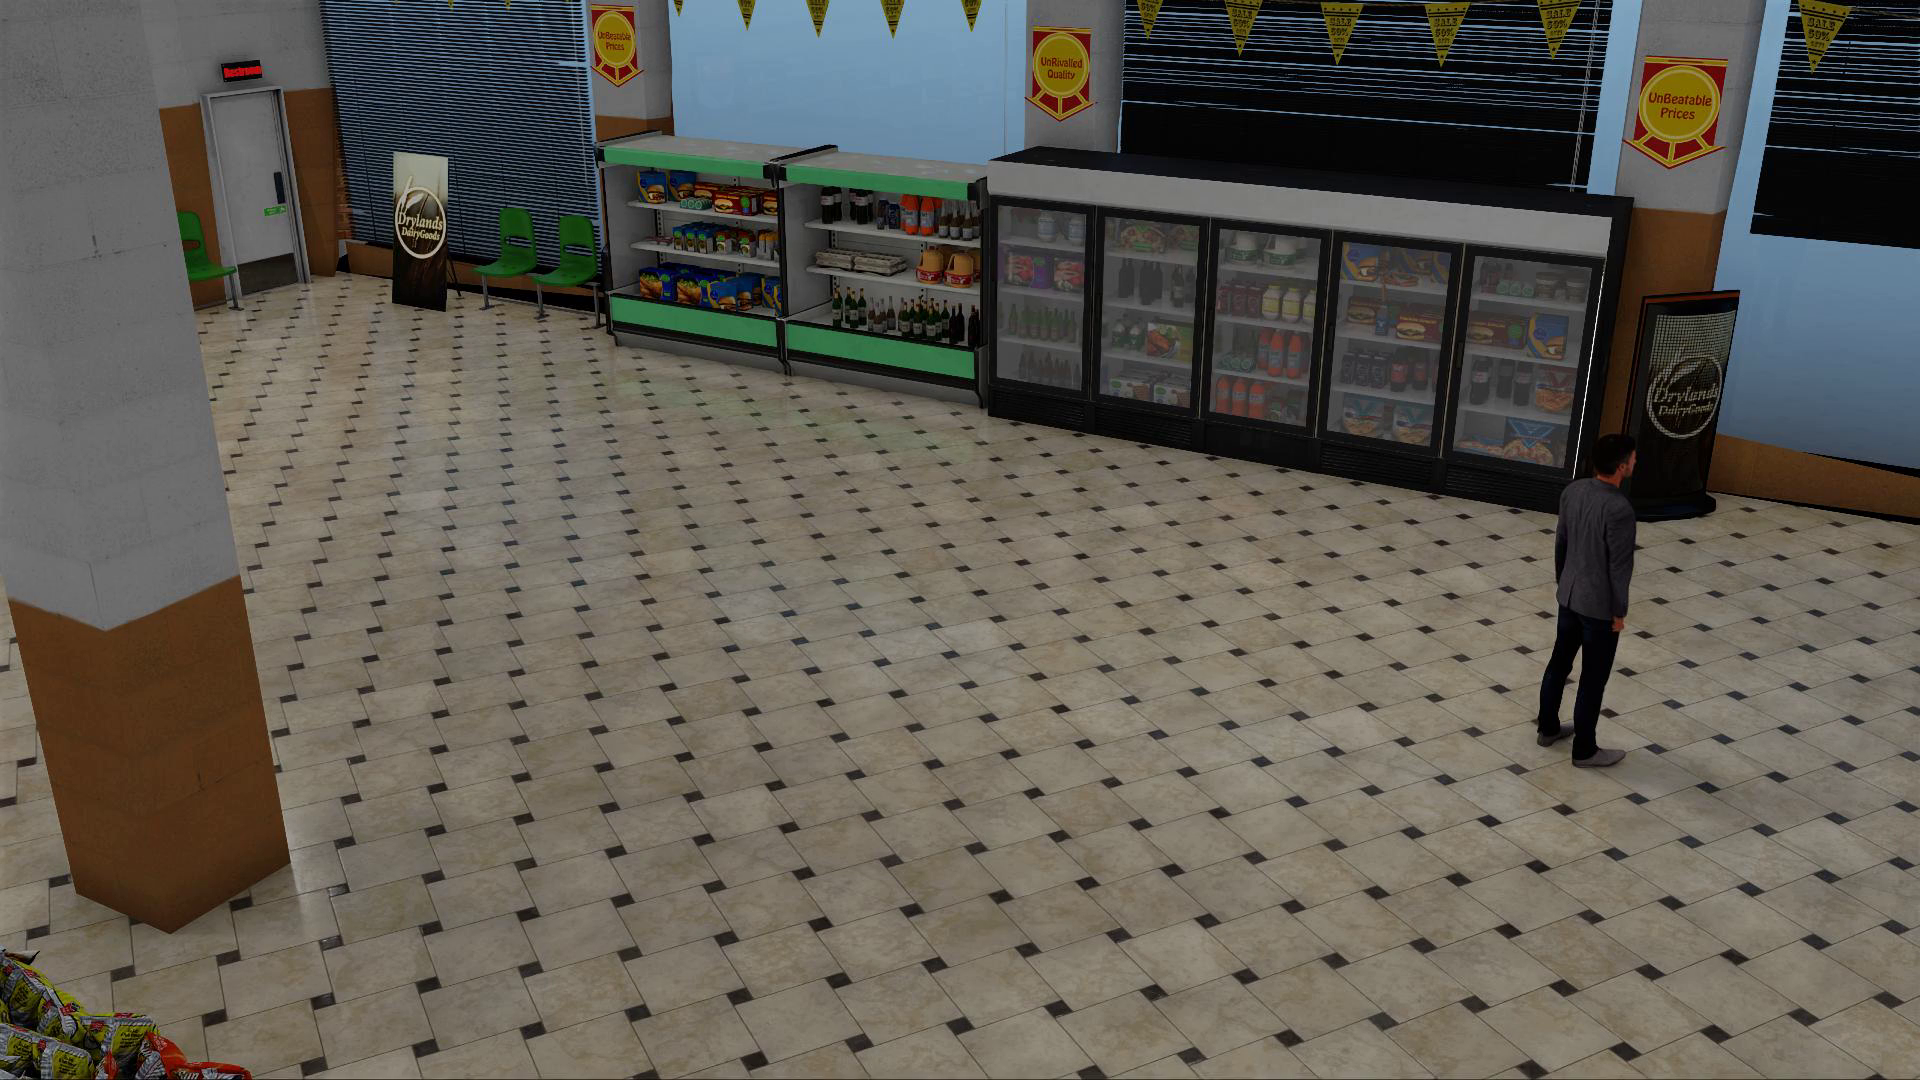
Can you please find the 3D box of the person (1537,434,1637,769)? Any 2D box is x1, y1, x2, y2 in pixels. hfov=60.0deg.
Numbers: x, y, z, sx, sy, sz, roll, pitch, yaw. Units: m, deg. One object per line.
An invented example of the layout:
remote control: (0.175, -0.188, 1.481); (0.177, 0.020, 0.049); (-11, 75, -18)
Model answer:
person: (3.421, 0.318, 9.006); (0.842, 1.874, 0.755); (-9, 23, -21)
